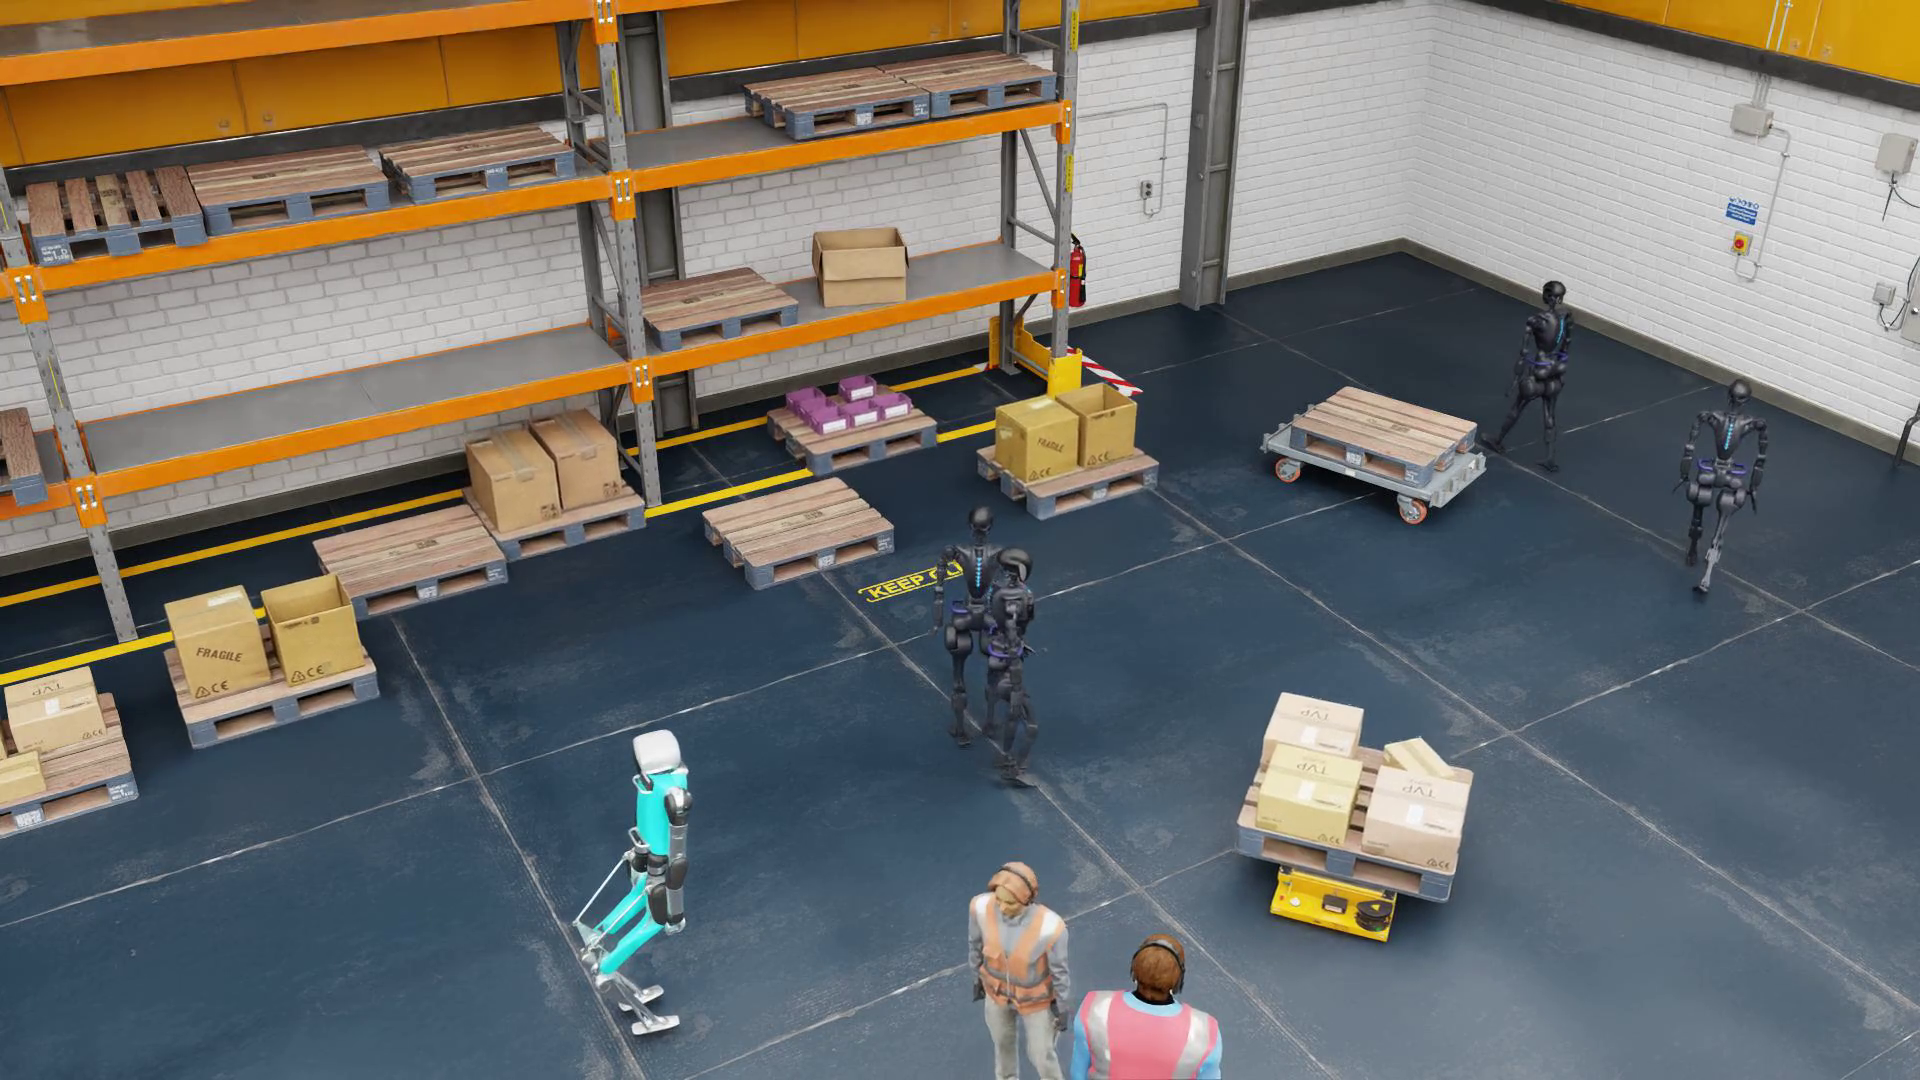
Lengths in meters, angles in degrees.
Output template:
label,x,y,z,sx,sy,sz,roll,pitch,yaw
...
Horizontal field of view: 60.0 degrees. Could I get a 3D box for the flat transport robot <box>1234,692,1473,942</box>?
label,x,y,z,sx,sy,sz,roll,pitch,yaw
flat transport robot,2.314,1.778,9.827,0.659,0.231,1.431,11,31,19

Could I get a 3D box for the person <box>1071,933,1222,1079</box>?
label,x,y,z,sx,sy,sz,roll,pitch,yaw
person,0.784,2.424,7.101,0.633,1.830,0.430,7,30,11

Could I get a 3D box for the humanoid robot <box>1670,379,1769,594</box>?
label,x,y,z,sx,sy,sz,roll,pitch,yaw
humanoid robot,5.624,-0.413,12.337,0.609,1.629,0.811,12,32,20

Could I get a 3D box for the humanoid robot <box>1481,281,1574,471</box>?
label,x,y,z,sx,sy,sz,roll,pitch,yaw
humanoid robot,4.902,-1.423,14.094,0.591,1.627,0.746,-14,32,-24

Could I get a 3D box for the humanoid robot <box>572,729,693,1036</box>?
label,x,y,z,sx,sy,sz,roll,pitch,yaw
humanoid robot,-1.667,1.756,8.278,0.749,1.690,0.530,-16,33,-26

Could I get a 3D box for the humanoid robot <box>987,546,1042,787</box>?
label,x,y,z,sx,sy,sz,roll,pitch,yaw
humanoid robot,0.340,0.748,10.222,0.343,1.652,0.611,1,29,2

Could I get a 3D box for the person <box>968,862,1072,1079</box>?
label,x,y,z,sx,sy,sz,roll,pitch,yaw
person,0.282,2.137,7.821,0.521,1.614,0.353,13,32,22

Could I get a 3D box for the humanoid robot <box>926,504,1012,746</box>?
label,x,y,z,sx,sy,sz,roll,pitch,yaw
humanoid robot,0.091,0.549,10.570,0.616,1.648,0.383,-1,29,-2
